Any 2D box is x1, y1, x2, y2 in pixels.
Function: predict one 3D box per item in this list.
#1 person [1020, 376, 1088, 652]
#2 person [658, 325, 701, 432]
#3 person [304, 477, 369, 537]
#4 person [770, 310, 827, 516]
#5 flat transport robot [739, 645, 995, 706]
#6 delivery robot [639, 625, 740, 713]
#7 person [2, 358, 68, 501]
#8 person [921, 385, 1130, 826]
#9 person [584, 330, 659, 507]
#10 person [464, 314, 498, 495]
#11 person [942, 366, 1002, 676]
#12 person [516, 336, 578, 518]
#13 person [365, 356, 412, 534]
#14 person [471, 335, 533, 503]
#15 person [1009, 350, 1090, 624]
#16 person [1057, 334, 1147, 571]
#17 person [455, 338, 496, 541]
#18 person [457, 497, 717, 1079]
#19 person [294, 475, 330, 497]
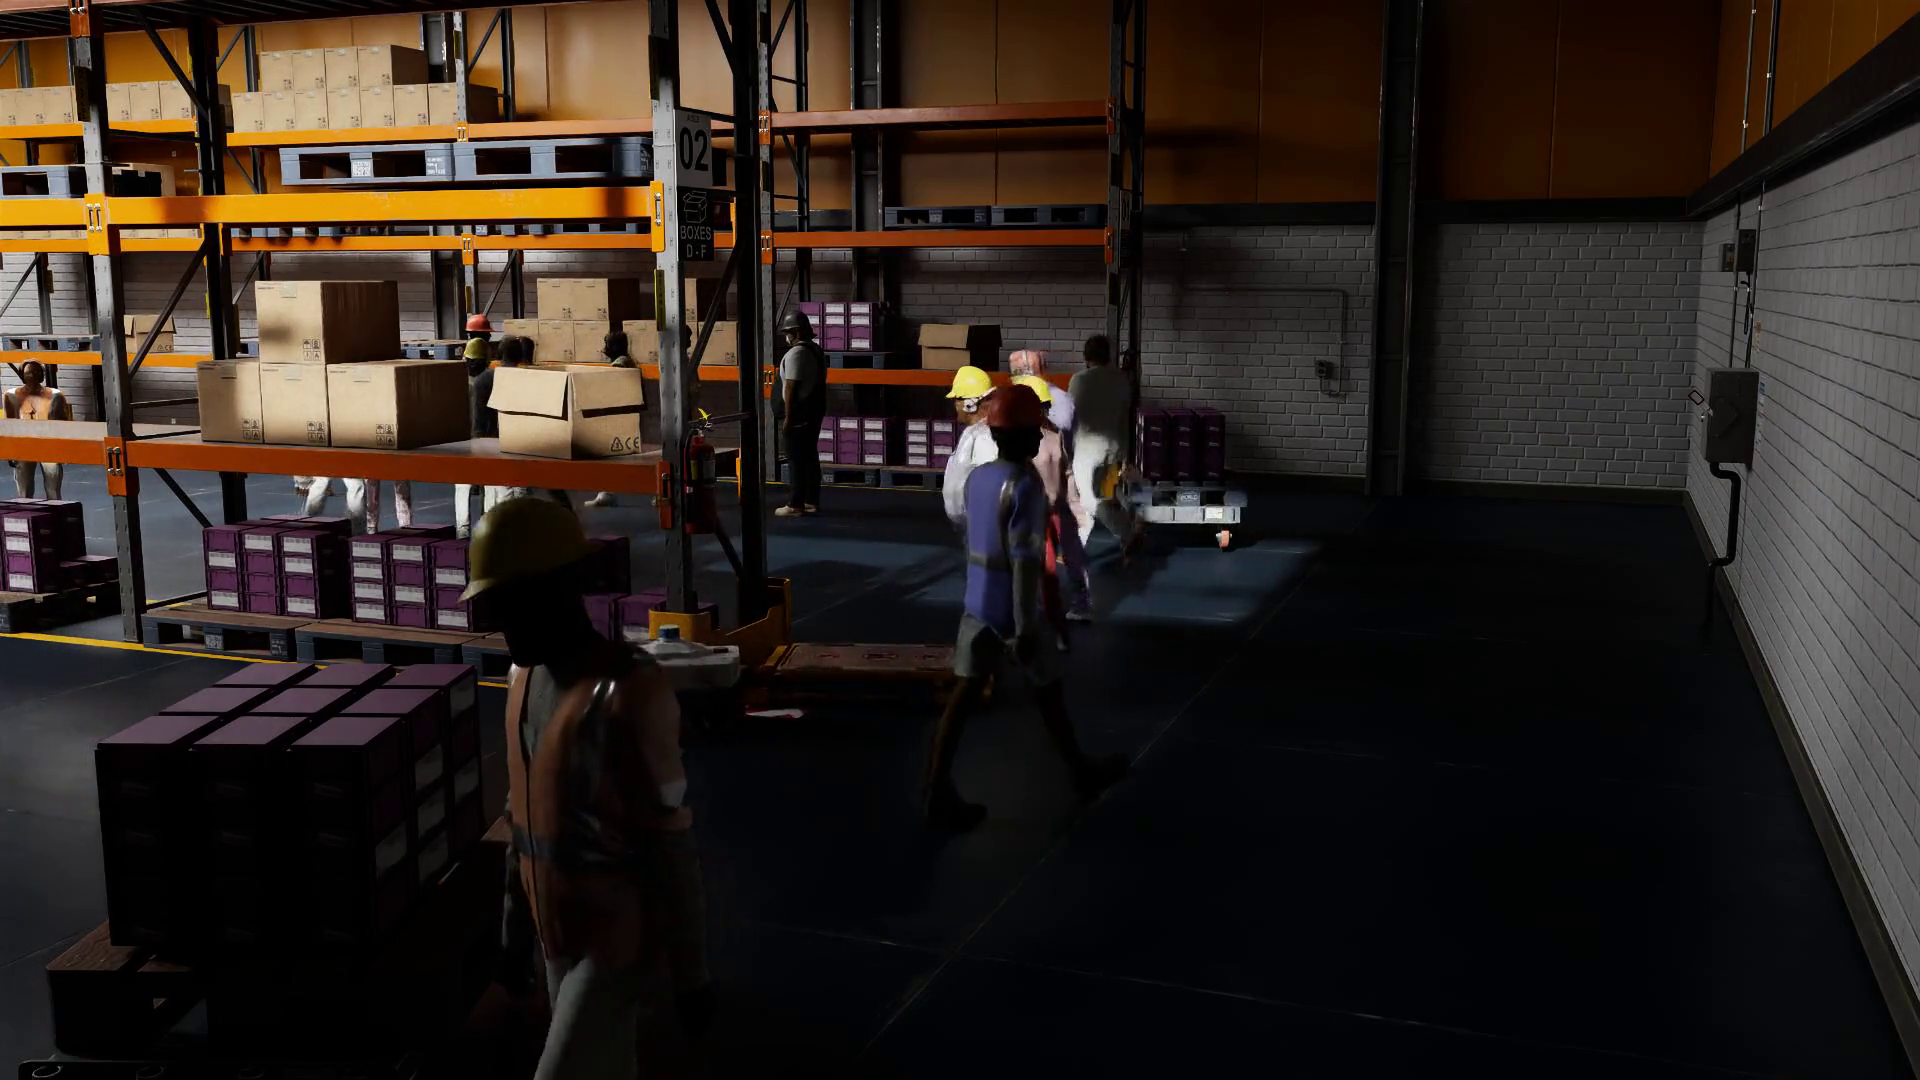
[{"bbox_3d":[0.497,-0.174,10.529,0.598,1.728,0.590,6,11,35],"label":"person"},{"bbox_3d":[-3.040,-1.432,18.099,0.429,1.838,0.621,-4,10,-26],"label":"person"},{"bbox_3d":[-5.334,-0.806,14.183,0.711,1.853,0.602,-5,10,-29],"label":"person"},{"bbox_3d":[-1.595,-1.261,16.377,0.535,2.000,0.688,3,10,18],"label":"person"},{"bbox_3d":[-0.530,0.744,9.324,1.431,0.197,0.652,1,9,4],"label":"flat transport robot"},{"bbox_3d":[-1.489,0.679,8.552,0.707,0.478,0.477,-1,9,-9],"label":"delivery robot"},{"bbox_3d":[-8.049,-0.764,14.512,0.511,1.640,0.308,-6,11,-34],"label":"person"},{"bbox_3d":[0.262,0.277,7.194,1.052,1.881,0.566,-6,11,-32],"label":"person"},{"bbox_3d":[-3.358,-1.208,16.784,0.859,1.815,0.631,-1,9,-7],"label":"person"},{"bbox_3d":[-5.141,-1.447,17.868,0.362,1.935,0.553,-3,10,-18],"label":"person"},{"bbox_3d":[0.098,-0.105,9.785,0.404,1.828,0.591,-1,9,-4],"label":"person"},{"bbox_3d":[-4.020,-1.034,15.750,0.944,1.802,0.515,3,9,17],"label":"person"},{"bbox_3d":[-5.109,-0.992,14.826,0.609,1.996,0.383,-4,10,-23],"label":"person"},{"bbox_3d":[-3.700,-0.749,13.758,0.634,1.876,1.041,-2,9,-14],"label":"person"},{"bbox_3d":[0.536,-0.369,11.362,0.760,1.846,0.984,-8,12,-41],"label":"person"},{"bbox_3d":[1.160,-0.687,13.270,0.686,1.896,0.863,-8,12,-42],"label":"person"},{"bbox_3d":[-4.144,-0.829,14.343,0.404,1.824,0.591,8,12,42],"label":"person"},{"bbox_3d":[-0.831,0.853,3.551,0.536,1.890,0.632,-8,12,-41],"label":"person"},{"bbox_3d":[-6.987,-1.424,17.718,0.372,1.940,0.627,-5,10,-27],"label":"person"}]
